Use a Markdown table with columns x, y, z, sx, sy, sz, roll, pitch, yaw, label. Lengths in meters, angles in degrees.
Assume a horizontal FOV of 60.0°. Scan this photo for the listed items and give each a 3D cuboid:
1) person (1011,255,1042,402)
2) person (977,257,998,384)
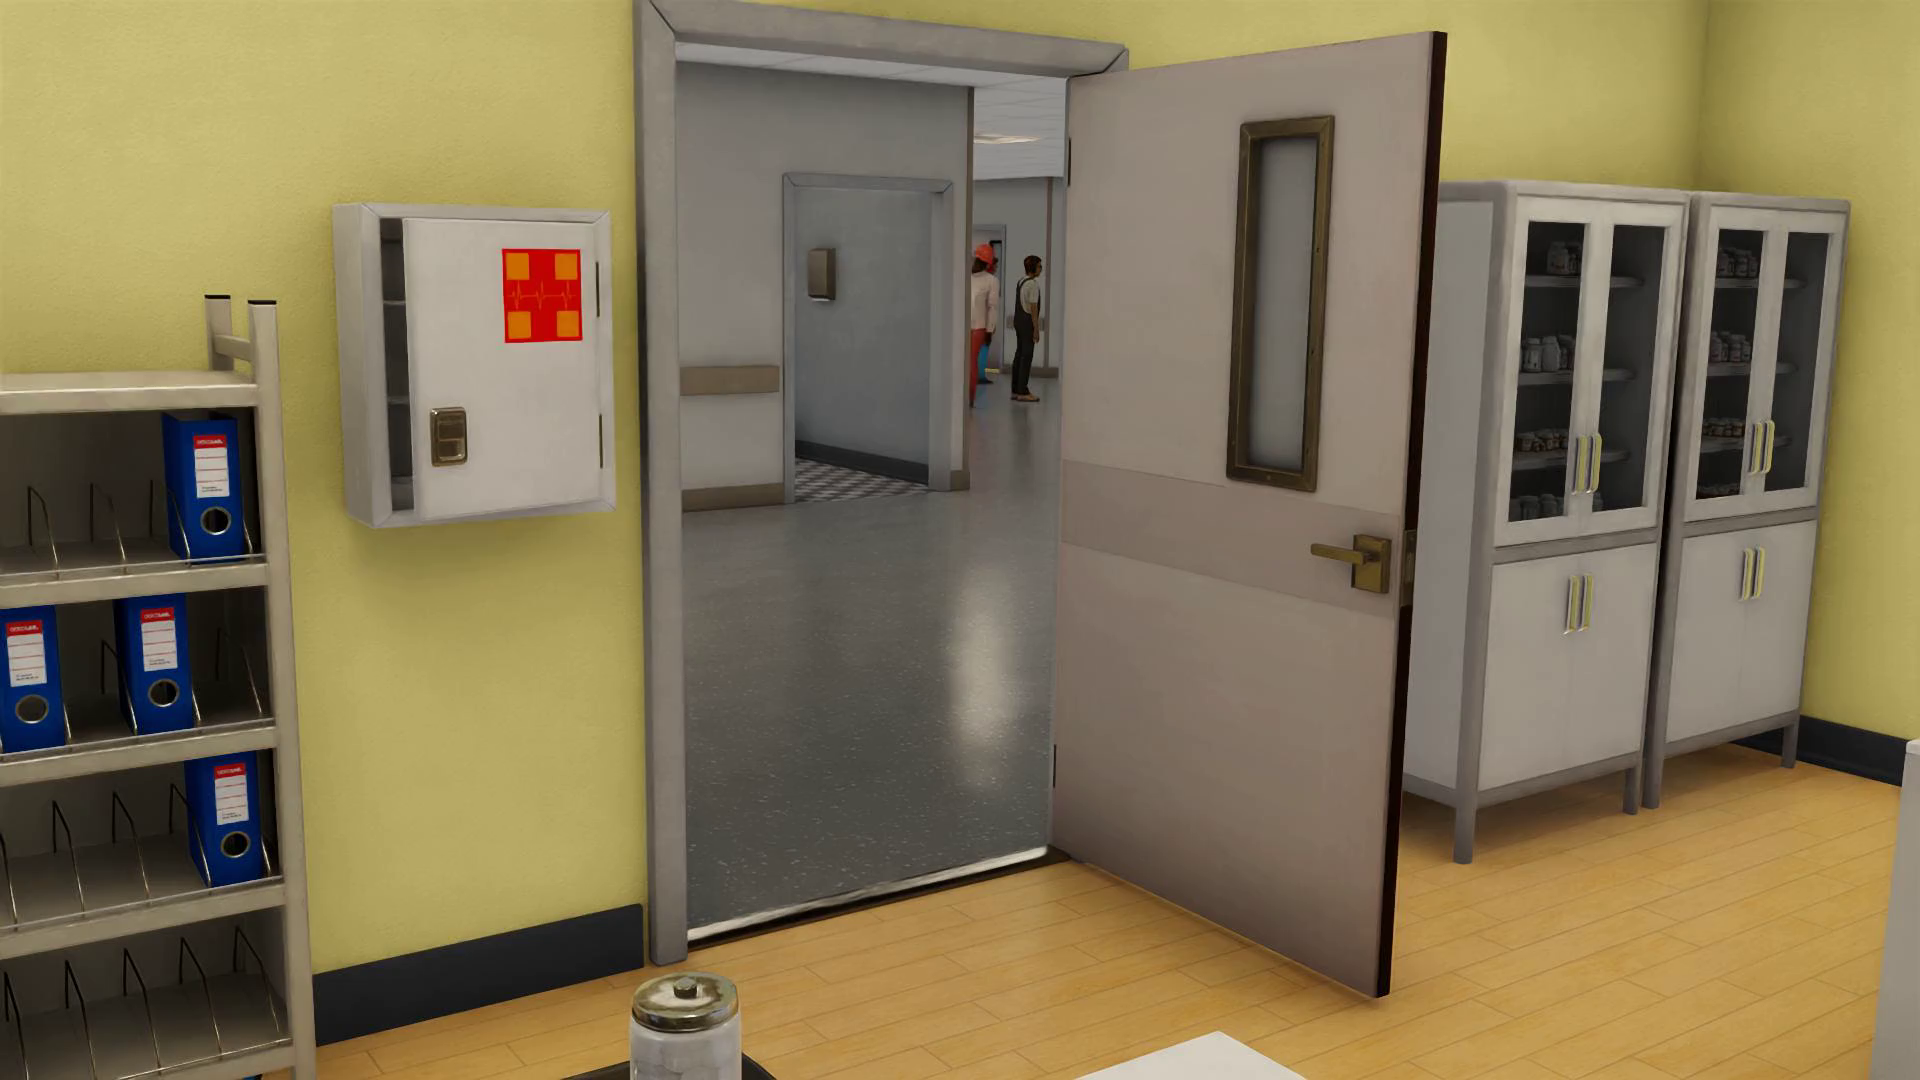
| x | y | z | sx | sy | sz | roll | pitch | yaw | label |
| --- | --- | --- | --- | --- | --- | --- | --- | --- | --- |
| 0.854 | -2.659 | 20.947 | 0.355 | 1.837 | 0.505 | -2 | 10 | -17 | person |
| 0.319 | -3.155 | 23.893 | 0.407 | 1.825 | 0.572 | -6 | 12 | -35 | person |
